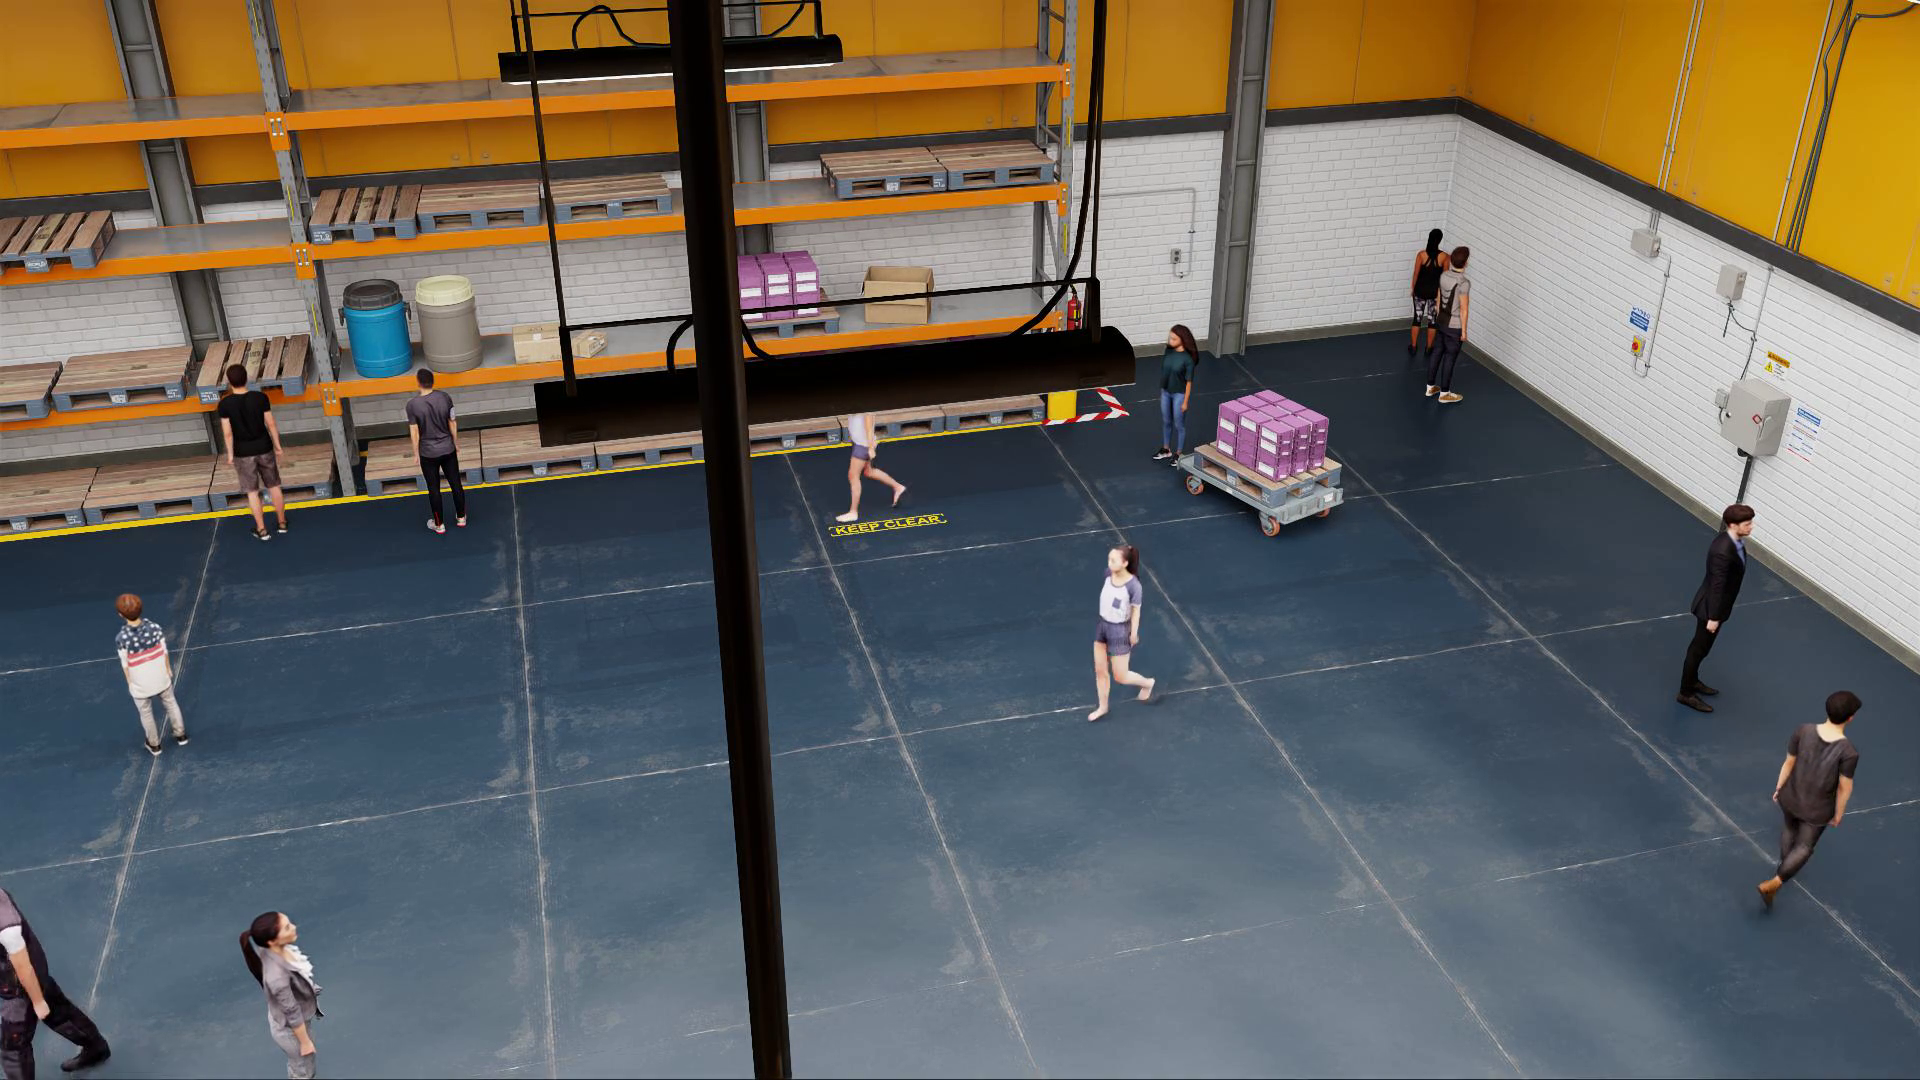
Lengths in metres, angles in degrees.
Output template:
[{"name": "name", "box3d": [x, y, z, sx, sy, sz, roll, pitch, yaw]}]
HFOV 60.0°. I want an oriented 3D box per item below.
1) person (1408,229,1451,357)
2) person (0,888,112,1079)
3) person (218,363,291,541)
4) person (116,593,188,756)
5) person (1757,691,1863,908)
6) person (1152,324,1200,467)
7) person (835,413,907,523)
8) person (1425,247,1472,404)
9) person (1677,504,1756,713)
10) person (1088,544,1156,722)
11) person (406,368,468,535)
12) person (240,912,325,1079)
[{"name": "person", "box3d": [5.924, -3.154, 21.037, 0.605, 1.663, 0.722, 7, 29, 13]}, {"name": "person", "box3d": [-5.637, 2.675, 10.195, 1.163, 1.812, 0.984, -21, 35, -34]}, {"name": "person", "box3d": [-7.098, -0.895, 16.686, 0.648, 1.862, 0.818, -18, 33, -30]}, {"name": "person", "box3d": [-6.606, 1.074, 13.520, 0.643, 1.438, 0.553, 24, 37, 37]}, {"name": "person", "box3d": [5.995, 1.853, 11.828, 1.102, 1.689, 0.868, -19, 34, -31]}, {"name": "person", "box3d": [2.368, -1.606, 18.247, 0.722, 1.616, 0.695, -22, 36, -34]}, {"name": "person", "box3d": [-0.908, -1.007, 17.057, 1.044, 1.704, 0.663, -10, 30, -17]}, {"name": "person", "box3d": [5.816, -2.568, 19.716, 0.619, 1.897, 0.697, -13, 31, -23]}, {"name": "person", "box3d": [6.367, 0.533, 14.035, 0.841, 1.893, 0.781, 15, 32, 26]}, {"name": "person", "box3d": [1.358, 0.759, 13.894, 0.941, 1.632, 0.766, -18, 33, -29]}, {"name": "person", "box3d": [-5.291, -0.911, 16.817, 0.613, 1.765, 0.764, -19, 34, -31]}, {"name": "person", "box3d": [-3.988, 2.889, 9.941, 0.662, 1.678, 0.673, -15, 32, -25]}]
